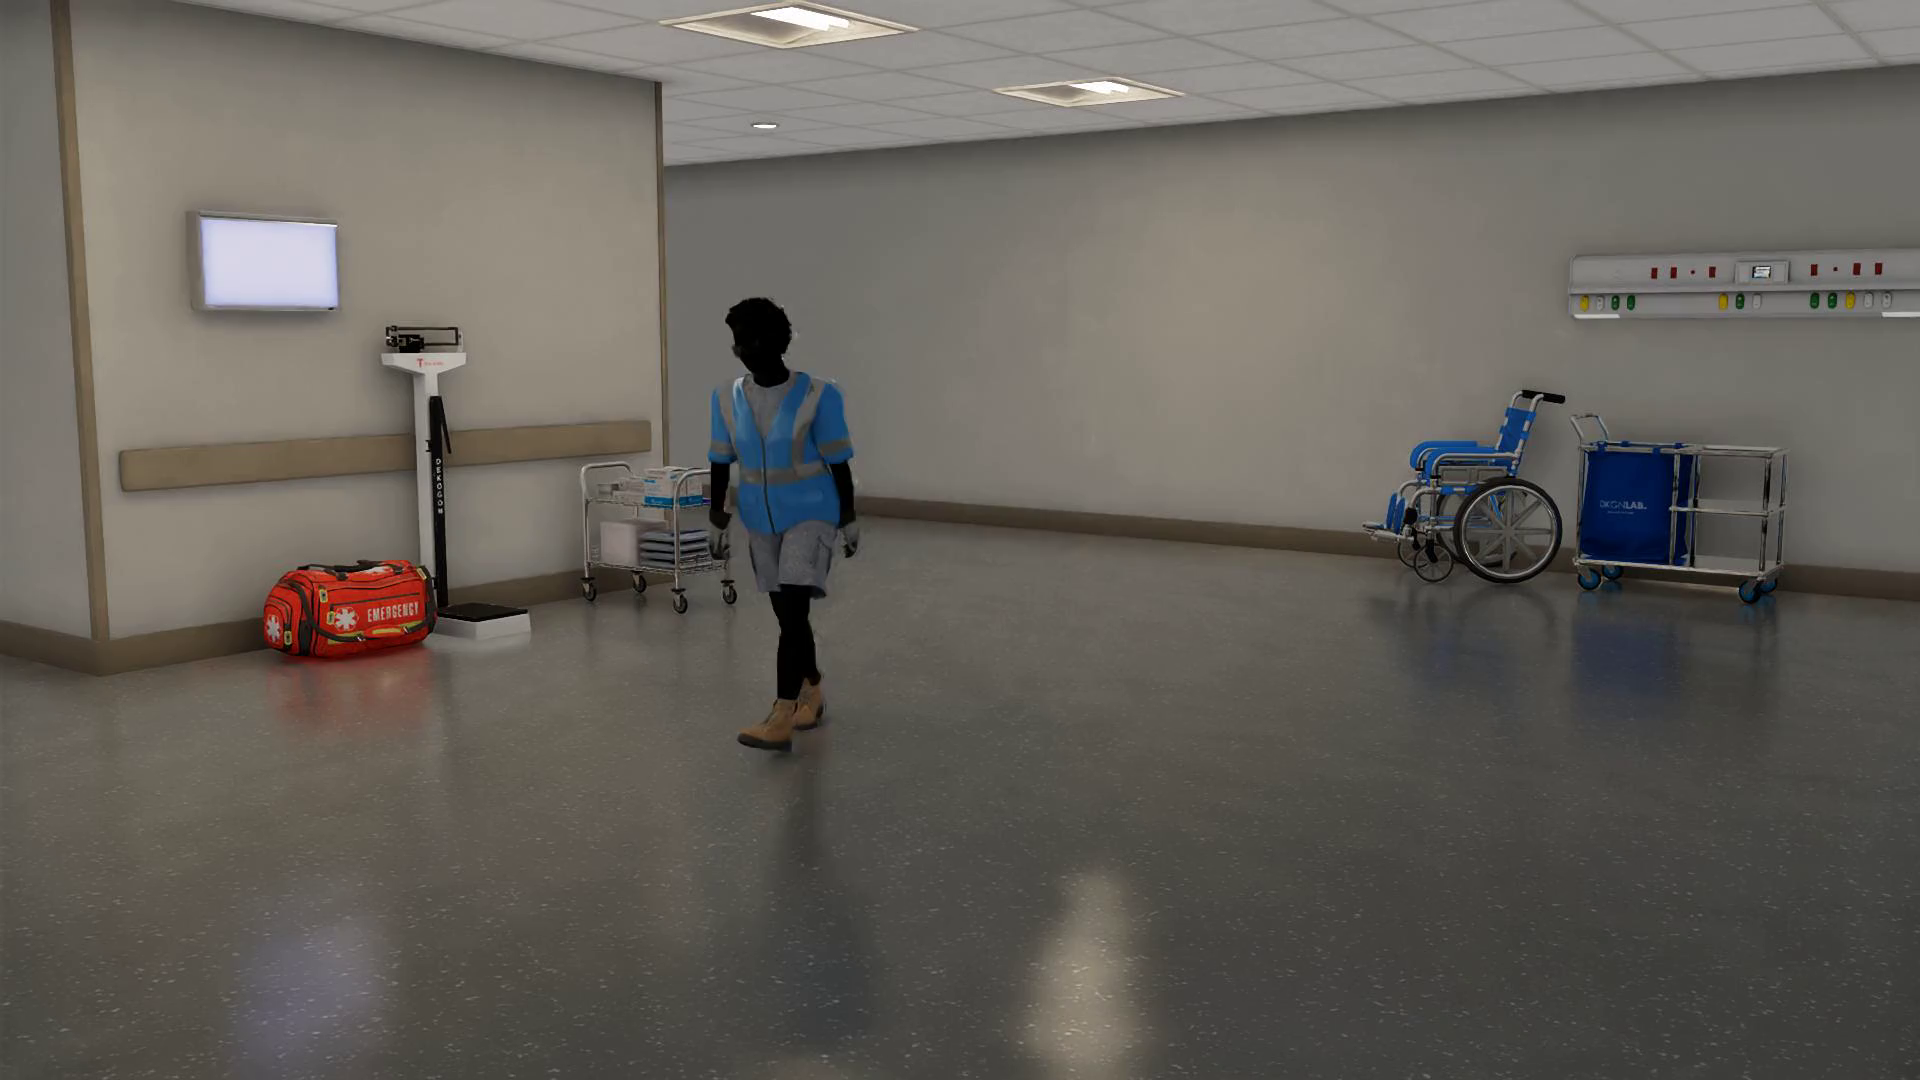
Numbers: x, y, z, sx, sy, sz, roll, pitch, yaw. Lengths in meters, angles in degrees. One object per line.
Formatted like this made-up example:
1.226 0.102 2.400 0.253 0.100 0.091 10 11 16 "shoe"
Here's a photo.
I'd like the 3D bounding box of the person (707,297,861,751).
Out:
-0.665 -0.061 6.142 0.554 1.643 0.853 3 8 22 "person"
